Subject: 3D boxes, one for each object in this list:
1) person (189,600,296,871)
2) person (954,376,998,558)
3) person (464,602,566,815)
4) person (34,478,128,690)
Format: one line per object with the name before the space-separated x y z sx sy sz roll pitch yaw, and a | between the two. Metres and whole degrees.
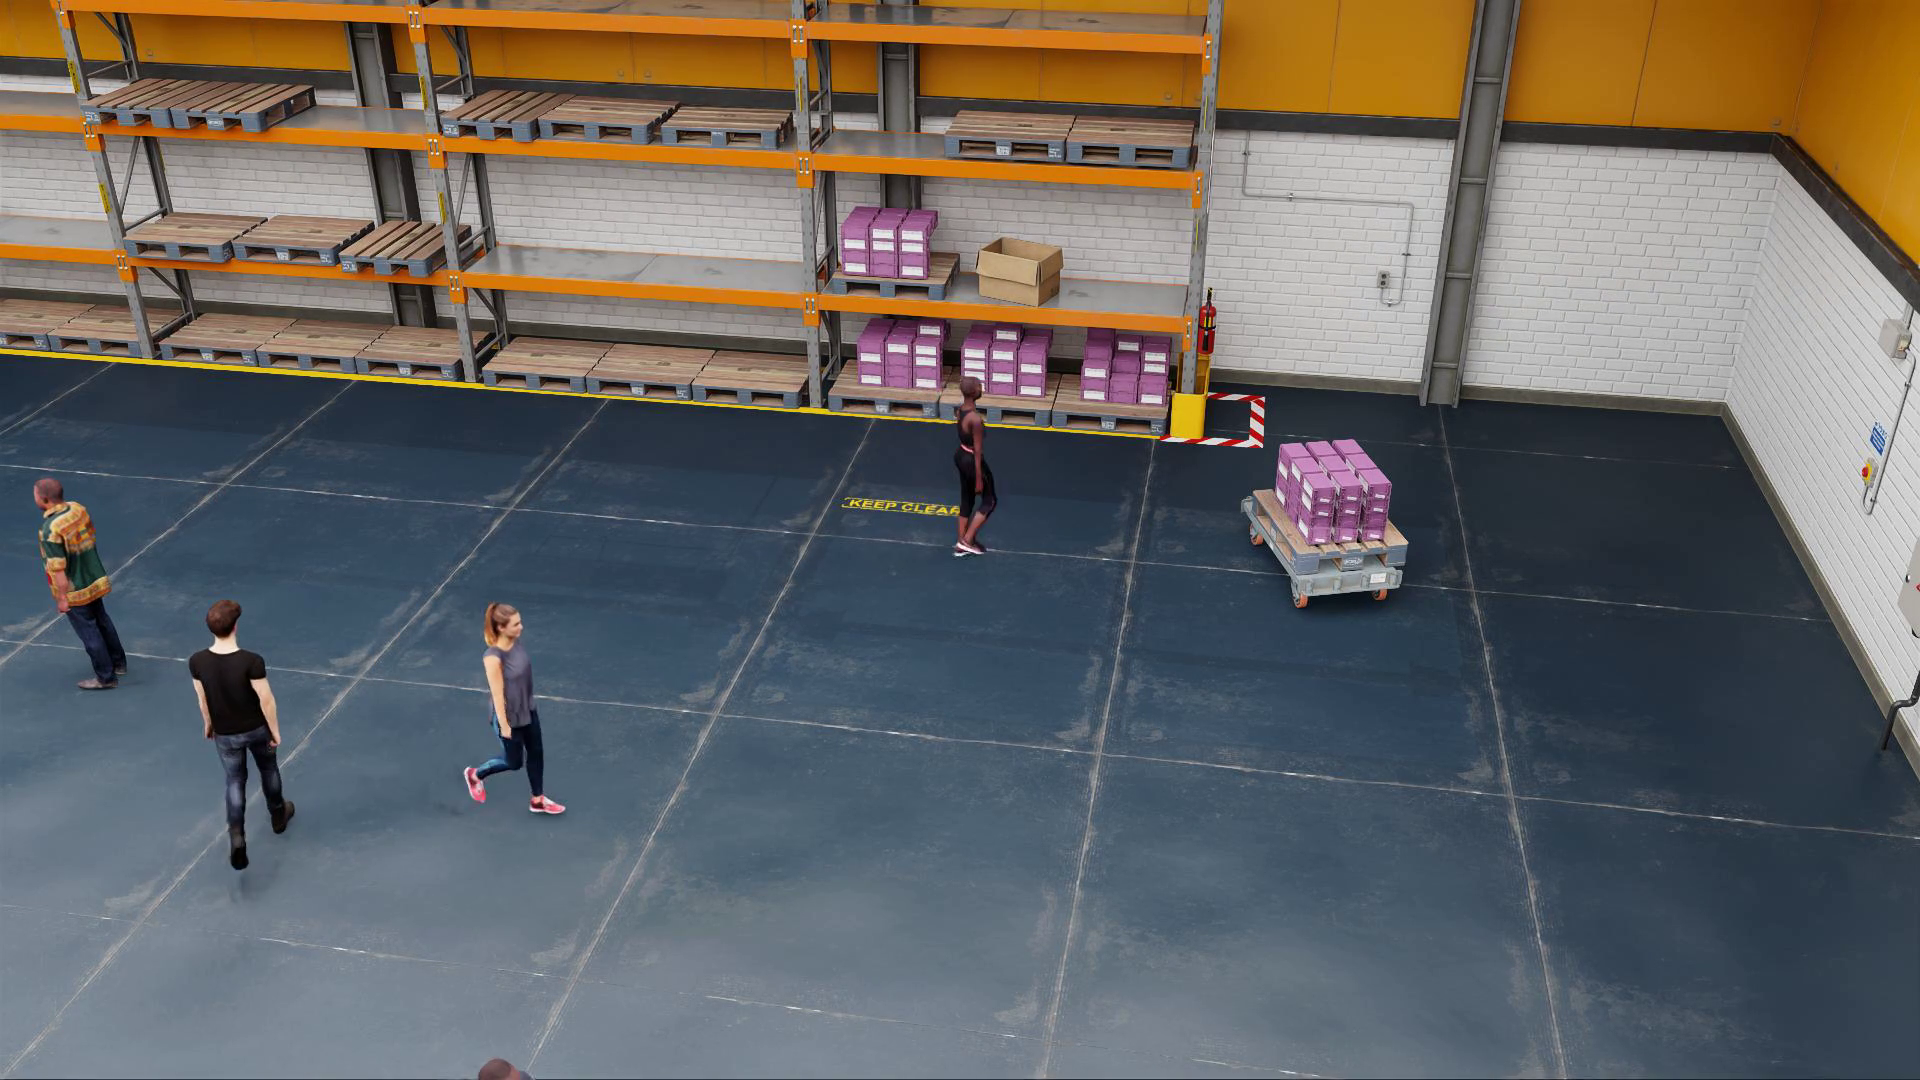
person | -4.828 1.313 11.111 1.117 1.875 0.973 -4 29 -7
person | 0.018 -0.617 14.782 0.756 1.747 0.720 -12 31 -21
person | -3.155 1.200 11.495 0.936 1.705 0.626 8 30 14
person | -6.877 0.333 12.978 0.693 1.806 0.727 1 29 1
